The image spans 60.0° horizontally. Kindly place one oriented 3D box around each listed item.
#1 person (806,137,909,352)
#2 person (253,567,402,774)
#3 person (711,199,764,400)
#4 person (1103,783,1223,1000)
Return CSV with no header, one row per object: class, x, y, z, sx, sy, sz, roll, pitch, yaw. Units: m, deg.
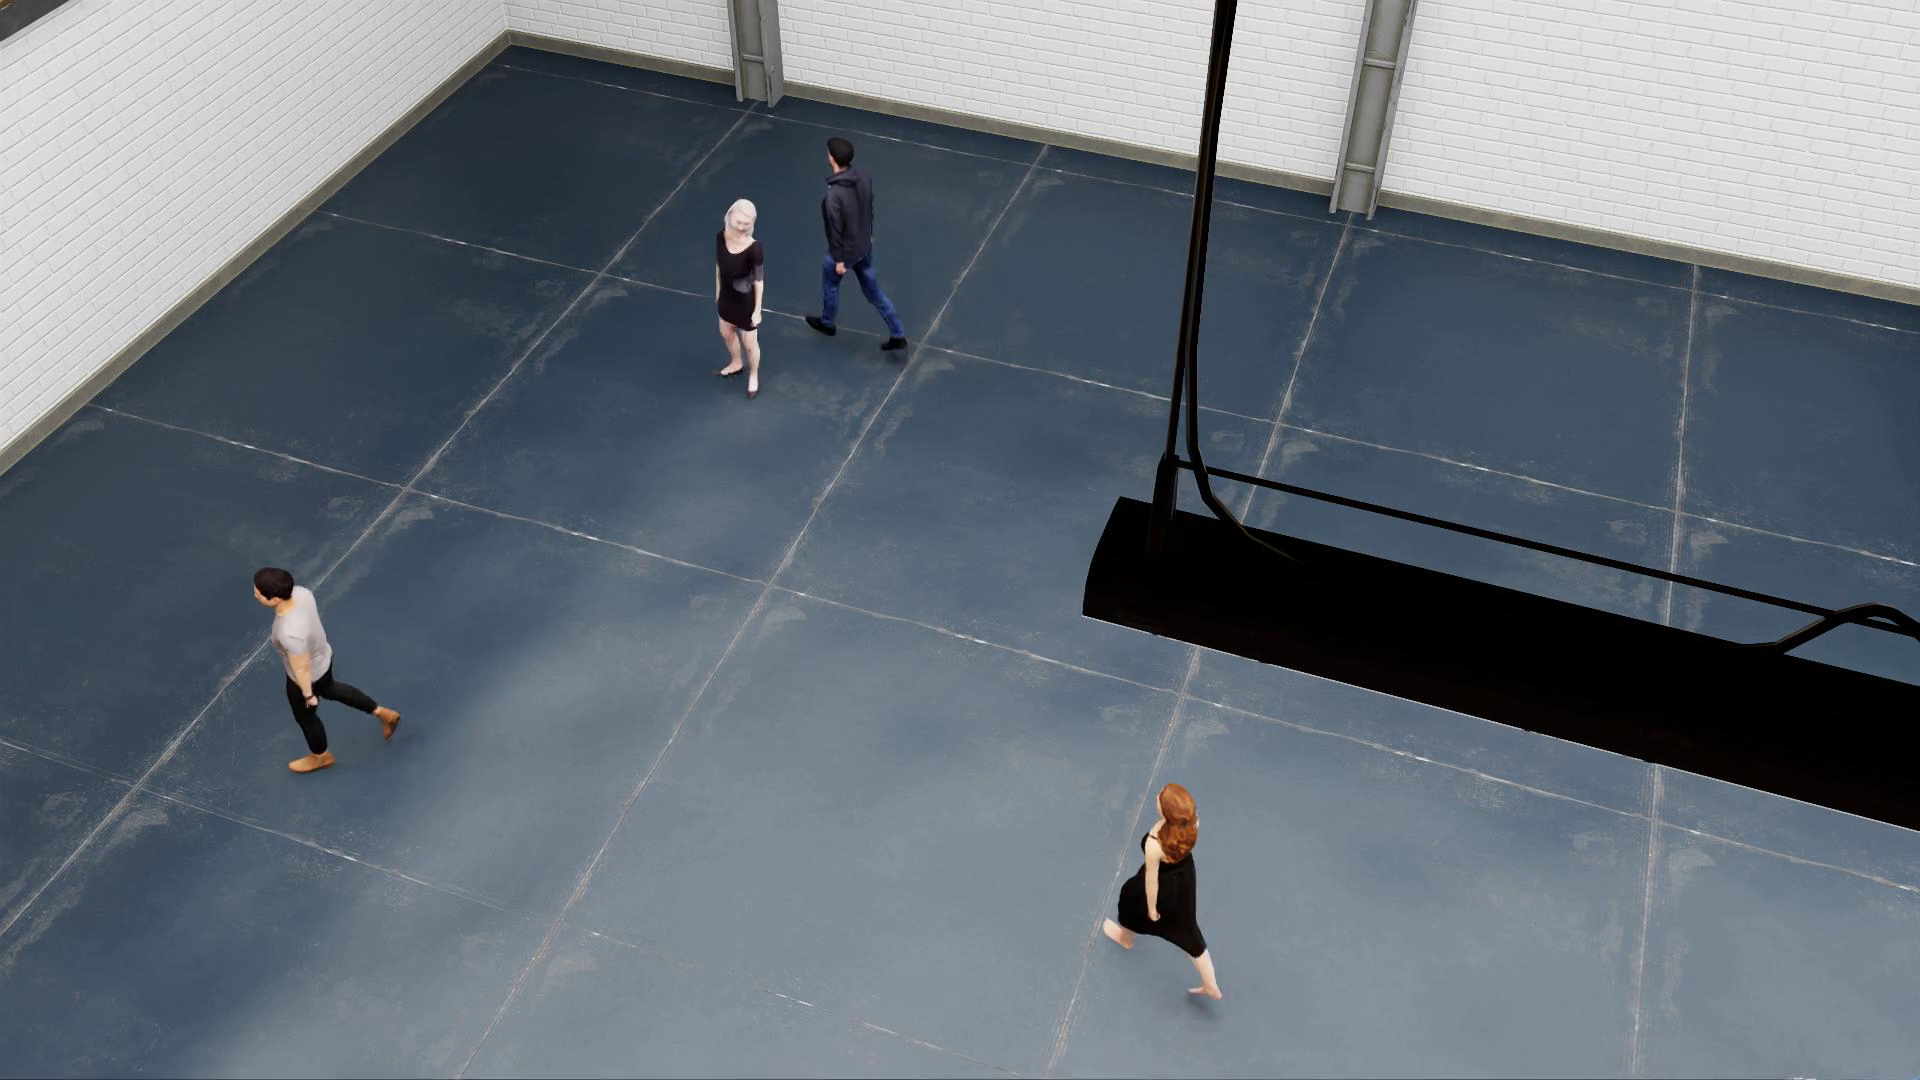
person,-0.782,-2.260,13.135,1.313,1.848,0.933,29,51,27
person,-3.882,0.755,10.076,1.043,1.702,0.851,-3,44,-3
person,-1.692,-1.842,12.728,0.571,1.804,0.869,34,53,30
person,1.186,1.902,8.952,0.903,1.592,1.109,-28,50,-27
